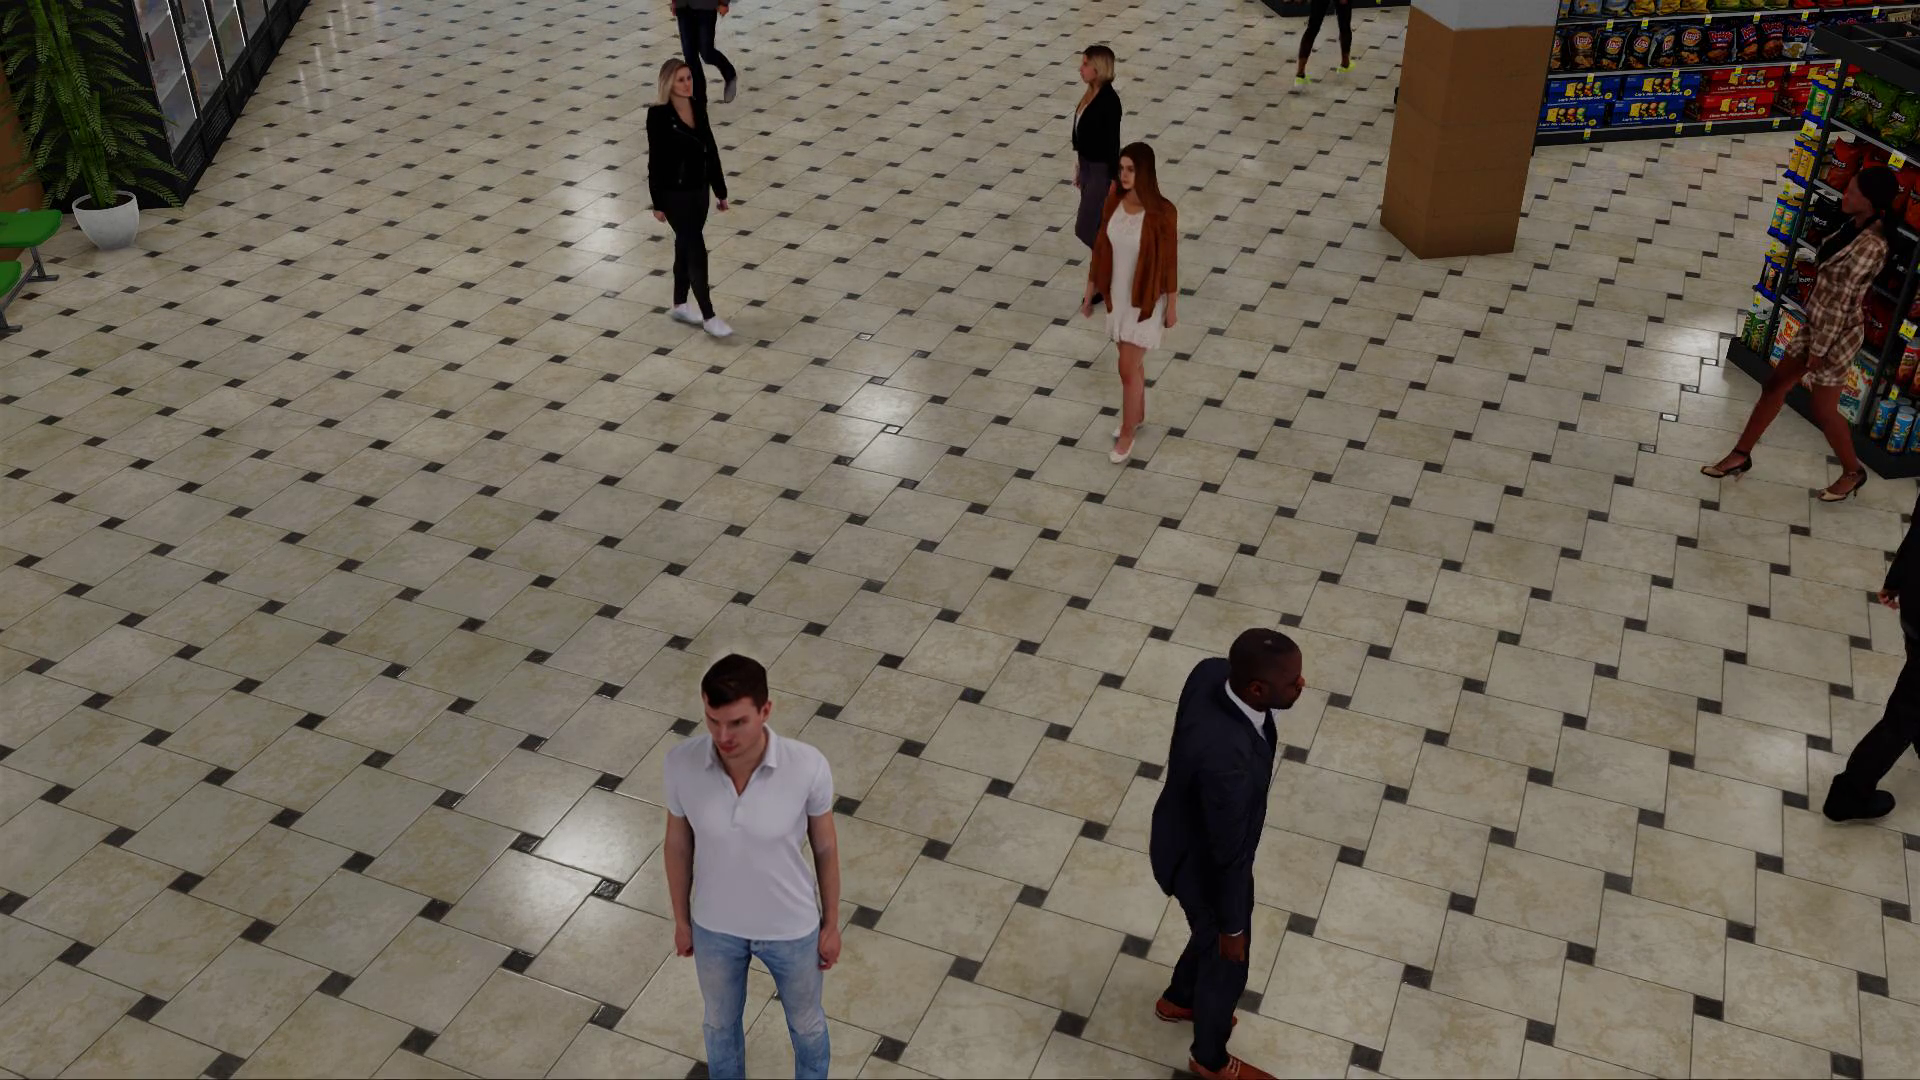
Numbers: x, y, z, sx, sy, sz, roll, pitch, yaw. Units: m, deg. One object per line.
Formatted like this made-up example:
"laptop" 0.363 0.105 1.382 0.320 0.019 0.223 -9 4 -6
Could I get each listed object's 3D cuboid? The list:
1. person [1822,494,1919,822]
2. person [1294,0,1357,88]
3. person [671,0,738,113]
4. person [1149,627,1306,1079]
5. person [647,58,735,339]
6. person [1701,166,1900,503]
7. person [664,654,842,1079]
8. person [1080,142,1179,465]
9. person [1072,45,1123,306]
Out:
"person" 3.600 0.298 6.163 1.125 1.795 0.830 -10 33 -15
"person" 3.154 -4.727 14.331 1.089 1.698 1.174 22 38 31
"person" -2.136 -4.451 13.743 0.948 1.851 0.987 14 35 21
"person" 0.763 0.959 5.092 0.828 1.804 0.838 6 32 9
"person" -1.737 -2.097 10.130 0.958 1.672 0.903 22 38 31
"person" 4.365 -0.953 8.210 1.081 1.757 0.879 9 33 15
"person" -0.589 1.091 4.837 0.578 1.850 0.761 2 32 3
"person" 0.973 -1.305 8.830 0.835 1.699 0.911 27 41 36
"person" 0.952 -2.248 10.384 0.595 1.659 0.629 -9 33 -14
